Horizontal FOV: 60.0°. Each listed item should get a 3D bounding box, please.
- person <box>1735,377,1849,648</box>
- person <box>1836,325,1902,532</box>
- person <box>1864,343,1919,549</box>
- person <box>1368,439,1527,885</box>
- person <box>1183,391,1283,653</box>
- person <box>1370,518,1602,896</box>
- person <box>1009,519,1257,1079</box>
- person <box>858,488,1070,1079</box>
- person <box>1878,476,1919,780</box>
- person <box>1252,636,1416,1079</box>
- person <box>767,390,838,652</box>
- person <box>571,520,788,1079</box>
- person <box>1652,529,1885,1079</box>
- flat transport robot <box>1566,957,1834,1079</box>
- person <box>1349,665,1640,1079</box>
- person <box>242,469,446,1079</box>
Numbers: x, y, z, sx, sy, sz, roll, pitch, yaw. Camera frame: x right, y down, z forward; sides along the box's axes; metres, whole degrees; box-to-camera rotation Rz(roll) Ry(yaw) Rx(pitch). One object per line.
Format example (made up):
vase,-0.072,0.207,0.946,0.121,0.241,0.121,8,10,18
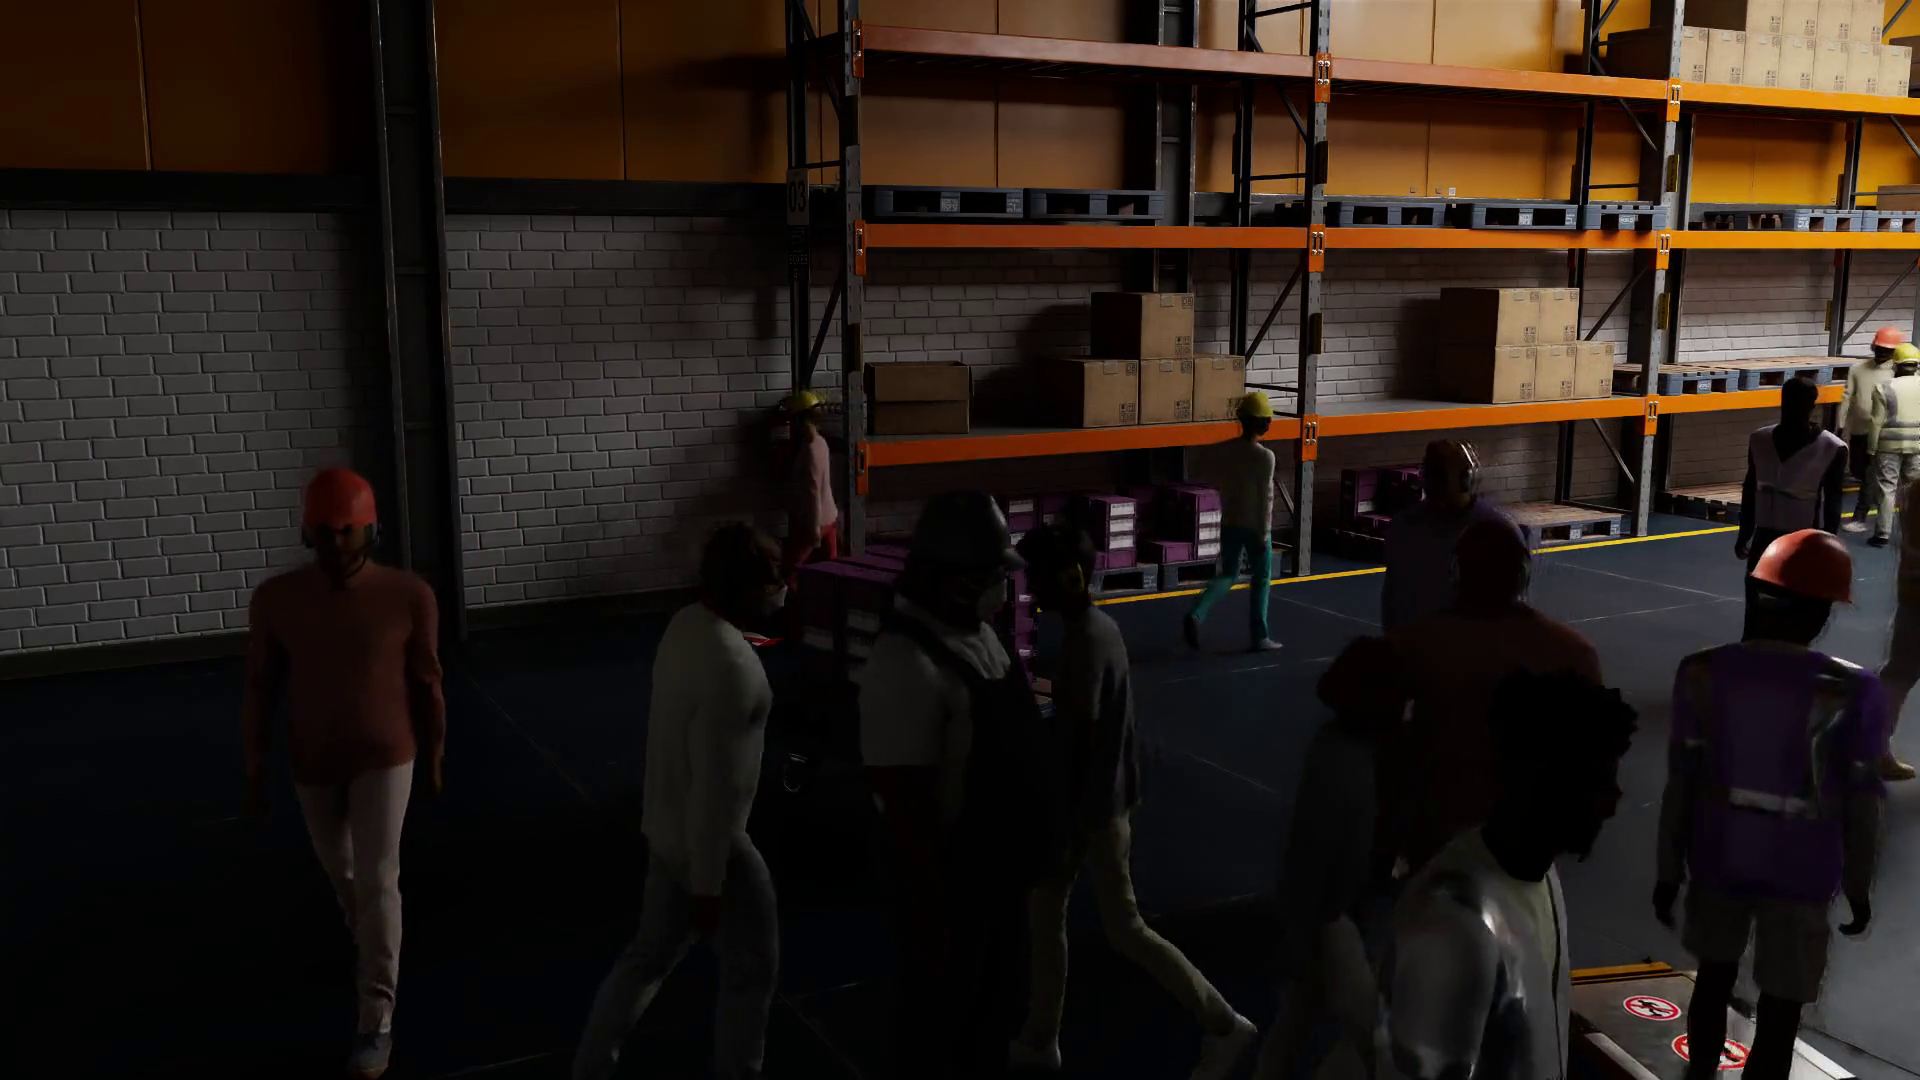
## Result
person,4.954,-0.025,9.969,0.427,1.908,0.611,-6,12,-33
person,8.723,-1.065,15.806,0.834,1.962,0.636,-7,12,-34
person,8.387,-0.831,14.835,0.598,1.828,0.403,1,10,5
person,2.093,0.490,7.102,0.649,1.873,0.897,9,13,41
person,1.814,-0.099,10.849,0.692,1.745,0.526,-7,12,-33
person,1.586,0.856,5.061,0.638,1.850,0.981,4,11,21
person,0.503,0.844,5.222,0.880,1.828,0.576,0,10,0
person,0.027,0.850,4.549,0.541,2.000,0.697,4,11,20
person,4.943,0.320,8.346,0.904,1.795,0.643,-3,10,-18
person,1.024,1.049,4.654,0.513,1.598,0.517,3,10,19
person,-1.031,-0.118,11.016,0.687,1.730,0.533,1,10,4
person,-0.829,0.883,4.807,0.758,1.903,0.662,-4,11,-24
person,2.221,0.924,4.618,0.551,1.898,0.834,8,13,40
flat transport robot,2.261,1.631,5.142,0.652,0.197,1.431,-2,10,-11
person,0.961,1.176,3.045,0.623,1.925,0.617,7,12,36
person,-2.071,0.707,5.662,0.618,1.954,1.009,-1,10,-8
